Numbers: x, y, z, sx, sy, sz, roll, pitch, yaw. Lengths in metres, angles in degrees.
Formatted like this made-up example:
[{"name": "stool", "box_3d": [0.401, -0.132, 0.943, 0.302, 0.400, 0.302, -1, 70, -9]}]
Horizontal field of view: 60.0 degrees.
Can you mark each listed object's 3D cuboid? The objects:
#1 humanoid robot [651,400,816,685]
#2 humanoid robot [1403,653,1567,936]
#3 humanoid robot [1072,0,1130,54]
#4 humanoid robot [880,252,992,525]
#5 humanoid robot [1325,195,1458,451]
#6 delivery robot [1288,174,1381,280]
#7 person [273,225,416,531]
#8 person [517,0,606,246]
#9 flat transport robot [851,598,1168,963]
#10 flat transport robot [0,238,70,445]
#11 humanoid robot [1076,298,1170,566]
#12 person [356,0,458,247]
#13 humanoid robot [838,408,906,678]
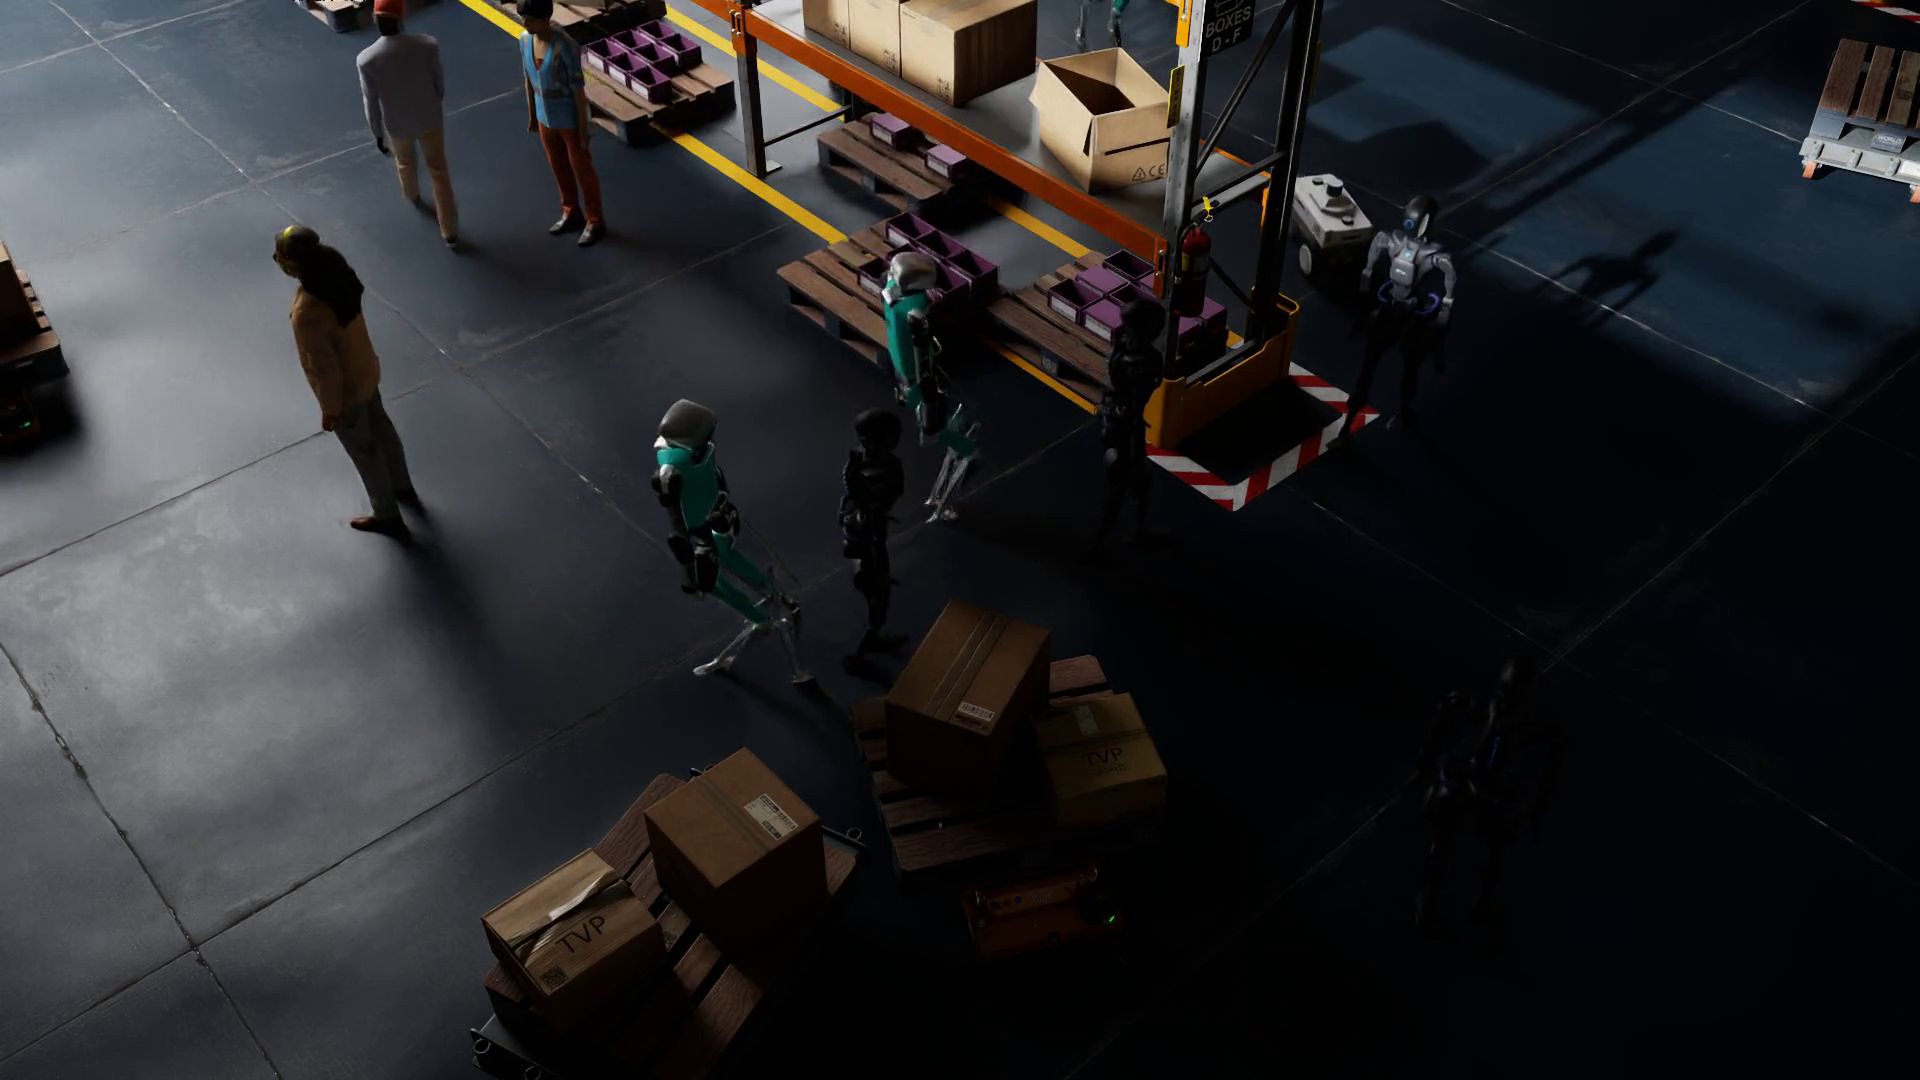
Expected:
[{"name": "humanoid robot", "box_3d": [-0.968, 0.130, 7.924, 0.807, 1.830, 0.569, 10, 44, 11]}, {"name": "humanoid robot", "box_3d": [2.151, 1.054, 6.908, 0.585, 1.658, 0.362, 17, 45, 18]}, {"name": "humanoid robot", "box_3d": [1.132, -4.476, 12.913, 0.531, 1.773, 0.997, -16, 45, -17]}, {"name": "humanoid robot", "box_3d": [-0.067, -0.773, 8.846, 0.660, 1.792, 0.534, -14, 44, -15]}, {"name": "humanoid robot", "box_3d": [2.483, -1.189, 9.371, 0.599, 1.630, 0.753, 27, 49, 26]}, {"name": "delivery robot", "box_3d": [2.494, -2.126, 11.210, 0.499, 0.614, 0.818, -9, 43, -10]}, {"name": "person", "box_3d": [-3.241, -0.844, 8.827, 0.391, 1.873, 0.565, 3, 43, 4]}, {"name": "person", "box_3d": [-2.662, -2.805, 11.047, 0.498, 1.759, 0.332, 21, 47, 21]}, {"name": "flat transport robot", "box_3d": [0.216, 1.257, 7.728, 0.659, 0.231, 1.431, -10, 44, -11]}, {"name": "flat transport robot", "box_3d": [-6.132, -0.977, 10.158, 0.659, 0.231, 1.431, -24, 48, -24]}, {"name": "humanoid robot", "box_3d": [0.919, -0.543, 8.655, 0.562, 1.637, 0.590, -1, 43, -1]}, {"name": "person", "box_3d": [-3.691, -2.858, 11.154, 0.560, 1.684, 0.964, -18, 46, -19]}, {"name": "humanoid robot", "box_3d": [-0.443, -0.003, 8.061, 0.366, 1.639, 0.593, -6, 43, -6]}]
